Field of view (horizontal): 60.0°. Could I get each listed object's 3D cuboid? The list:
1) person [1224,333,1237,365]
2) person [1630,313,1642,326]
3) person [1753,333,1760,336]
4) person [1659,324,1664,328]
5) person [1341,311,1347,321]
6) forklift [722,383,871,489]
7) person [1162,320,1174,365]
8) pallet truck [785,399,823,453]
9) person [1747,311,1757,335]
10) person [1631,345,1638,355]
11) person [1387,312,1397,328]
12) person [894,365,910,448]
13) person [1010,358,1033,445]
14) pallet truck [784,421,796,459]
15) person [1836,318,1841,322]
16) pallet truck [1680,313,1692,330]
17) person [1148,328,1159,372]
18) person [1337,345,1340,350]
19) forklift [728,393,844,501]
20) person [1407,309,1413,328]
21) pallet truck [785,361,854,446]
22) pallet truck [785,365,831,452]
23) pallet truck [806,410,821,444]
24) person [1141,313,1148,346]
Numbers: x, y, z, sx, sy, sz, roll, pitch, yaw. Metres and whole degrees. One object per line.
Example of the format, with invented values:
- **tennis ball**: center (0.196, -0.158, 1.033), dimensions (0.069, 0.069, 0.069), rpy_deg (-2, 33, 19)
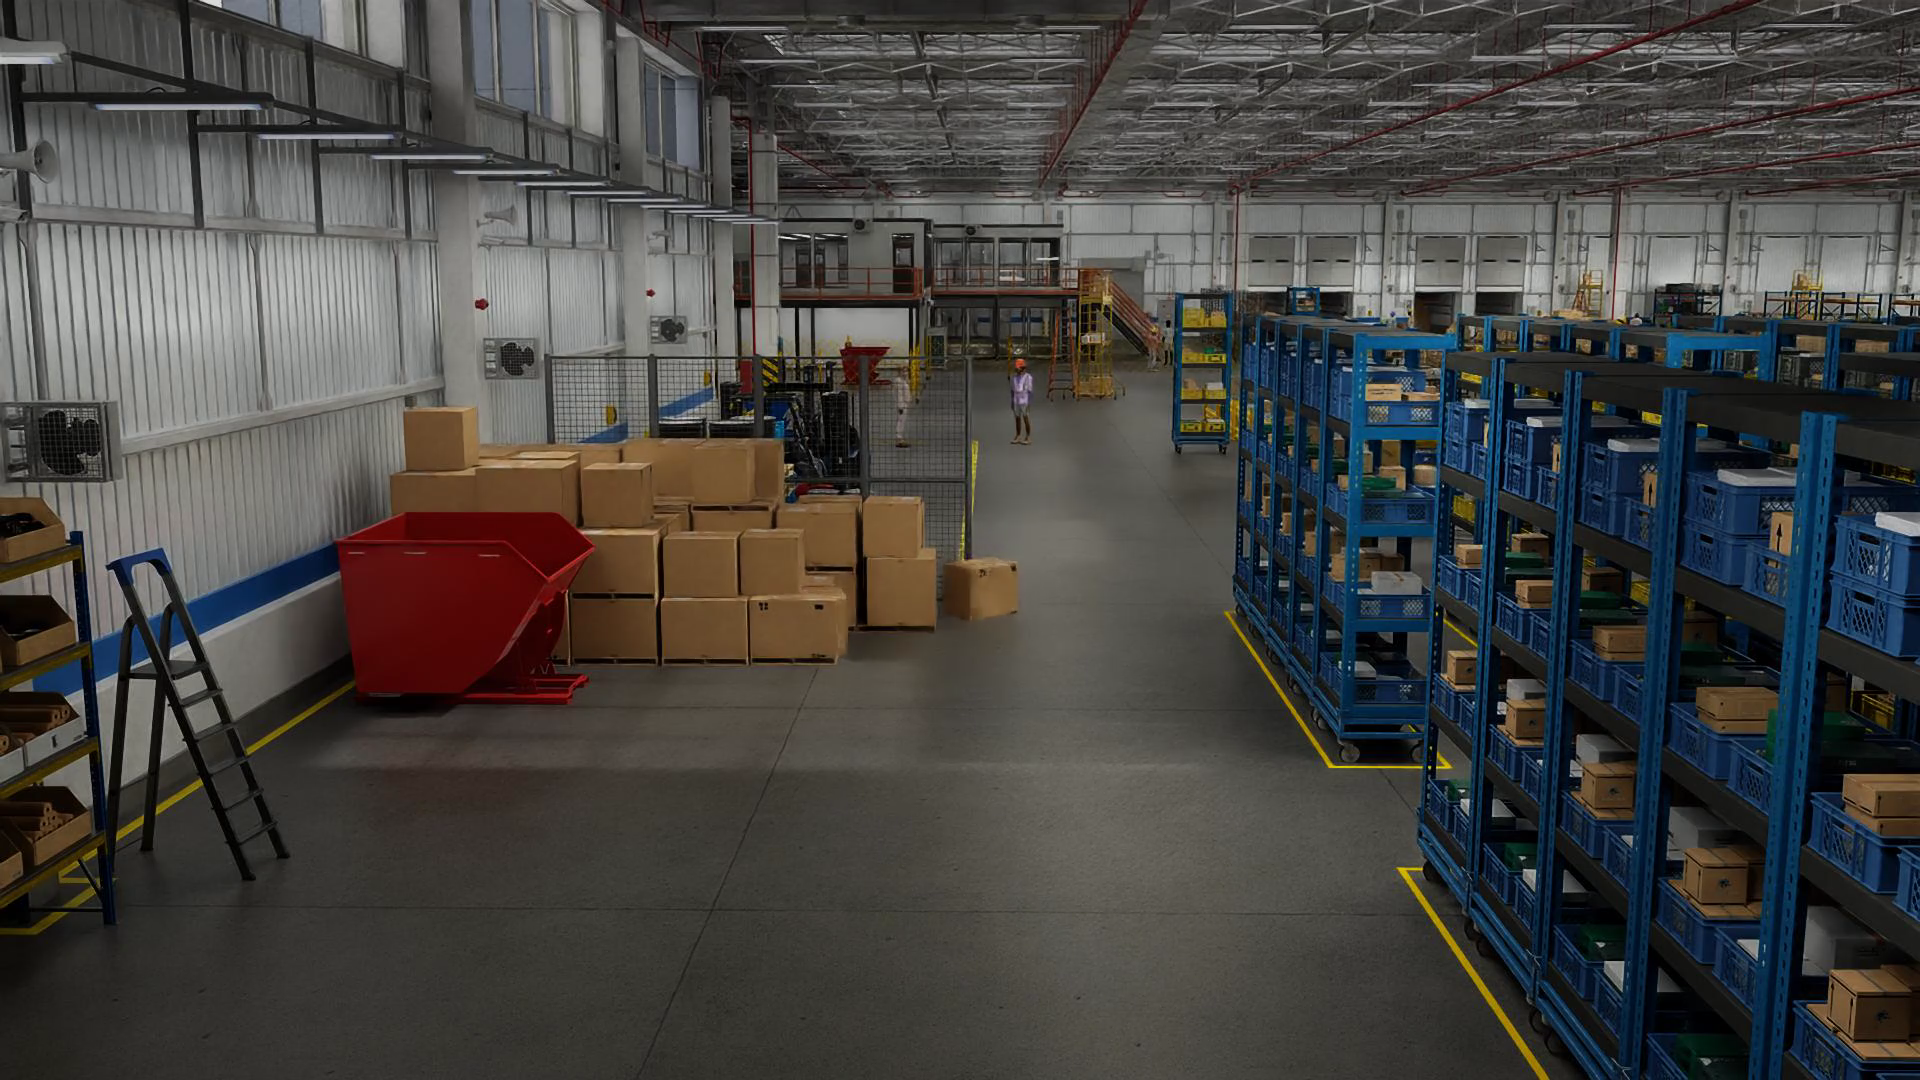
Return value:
- **person**: center (11.536, -8.336, 71.217), dimensions (0.683, 1.831, 0.515), rpy_deg (-5, 11, -30)
- **person**: center (34.657, -10.671, 85.286), dimensions (0.355, 1.936, 0.636), rpy_deg (-8, 12, -42)
- **person**: center (28.358, -6.457, 59.478), dimensions (0.985, 1.894, 0.551), rpy_deg (-1, 9, -5)
- **person**: center (29.291, -8.063, 69.387), dimensions (0.649, 1.869, 0.943), rpy_deg (1, 9, 8)
- **person**: center (21.783, -12.035, 94.111), dimensions (0.744, 1.819, 0.629), rpy_deg (5, 10, 27)
- **forklift**: center (-2.893, -1.687, 28.729), dimensions (2.680, 1.987, 1.157), rpy_deg (0, 9, -1)
- **person**: center (9.025, -8.543, 72.072), dimensions (0.603, 1.966, 0.372), rpy_deg (-3, 10, -19)
- **pallet truck**: center (-3.814, -2.432, 36.419), dimensions (1.630, 1.274, 0.653), rpy_deg (0, 9, 1)
- **person**: center (43.385, -11.566, 90.949), dimensions (0.557, 1.903, 0.949), rpy_deg (-3, 10, -20)
- **person**: center (25.830, -7.139, 63.536), dimensions (0.411, 1.923, 0.569), rpy_deg (8, 12, 42)
- **person**: center (22.994, -11.191, 88.534), dimensions (0.608, 1.932, 0.454), rpy_deg (9, 13, 43)
- **person**: center (-1.336, -3.113, 38.763), dimensions (0.399, 1.908, 0.643), rpy_deg (1, 9, 4)
- **person**: center (1.434, -3.264, 39.278), dimensions (0.613, 2.041, 0.381), rpy_deg (7, 12, 38)
- **pallet truck**: center (-4.013, -1.793, 32.705), dimensions (1.601, 1.201, 0.680), rpy_deg (0, 9, 1)
- **person**: center (41.563, -9.553, 78.549), dimensions (0.576, 1.889, 0.759), rpy_deg (0, 9, -1)
- **pallet truck**: center (36.315, -10.531, 84.244), dimensions (0.823, 1.965, 1.885), rpy_deg (-6, 11, -33)
- **person**: center (7.872, -7.727, 67.659), dimensions (0.316, 1.767, 0.535), rpy_deg (-8, 12, -40)
- **person**: center (15.408, -7.903, 68.521), dimensions (0.554, 1.834, 0.859), rpy_deg (2, 9, 12)
- **forklift**: center (-2.979, -1.316, 26.476), dimensions (2.680, 1.987, 1.157), rpy_deg (0, 9, 1)
- **person**: center (25.593, -12.173, 94.623), dimensions (0.398, 1.918, 0.586), rpy_deg (5, 11, 29)
- **pallet truck**: center (-3.410, -3.193, 38.978), dimensions (1.885, 1.965, 0.823), rpy_deg (0, 9, -1)
- **pallet truck**: center (-3.774, -2.976, 37.635), dimensions (1.885, 1.965, 0.823), rpy_deg (1, 9, 5)
- **pallet truck**: center (-3.559, -2.018, 33.905), dimensions (1.522, 1.261, 0.704), rpy_deg (0, 9, -1)
- **person**: center (9.816, -11.179, 88.620), dimensions (0.426, 1.869, 0.621), rpy_deg (5, 10, 26)
